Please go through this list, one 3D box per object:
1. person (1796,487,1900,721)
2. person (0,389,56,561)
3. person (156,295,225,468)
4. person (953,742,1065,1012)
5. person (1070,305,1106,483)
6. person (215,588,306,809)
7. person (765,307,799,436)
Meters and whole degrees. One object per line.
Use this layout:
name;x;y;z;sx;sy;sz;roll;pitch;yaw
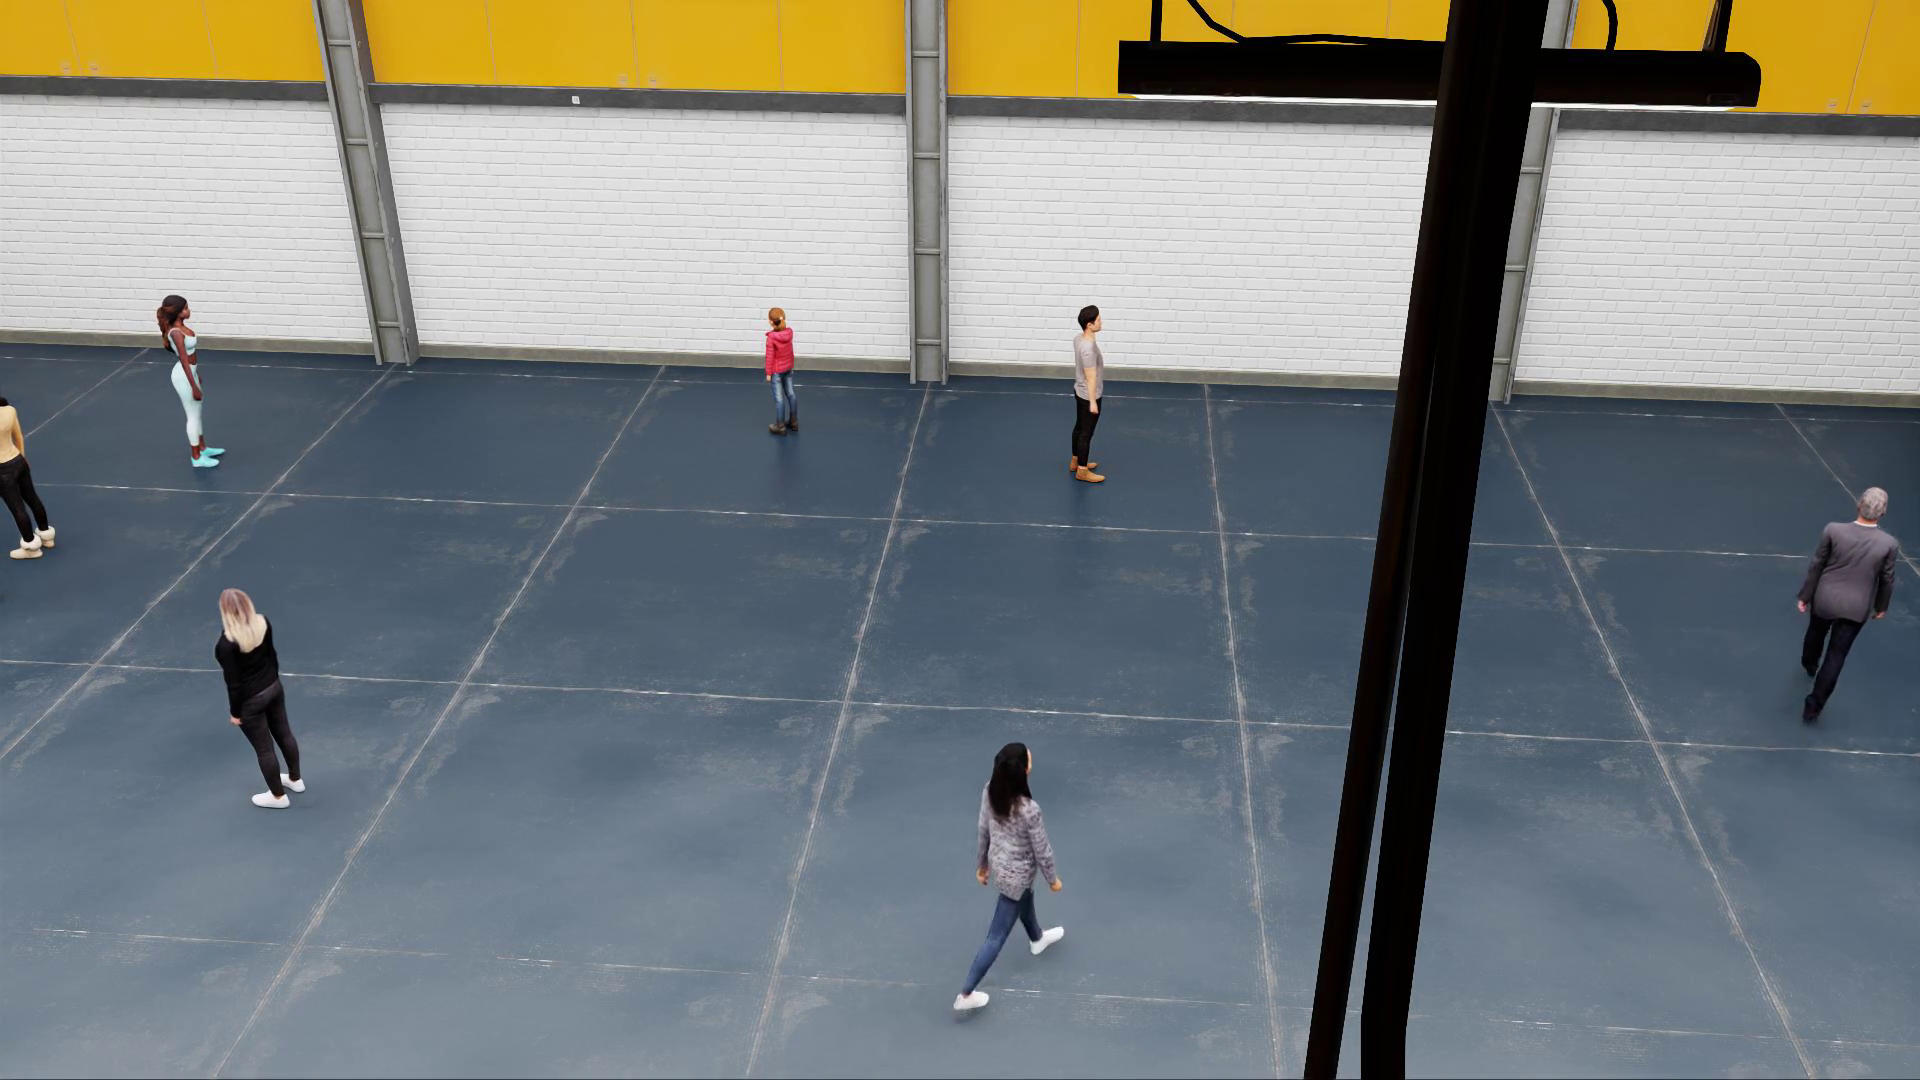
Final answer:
person;6.443;0.497;12.178;1.213;1.809;1.162;18;33;30
person;-8.218;-0.628;14.395;0.581;1.659;0.611;5;29;9
person;-7.427;-1.535;15.990;0.655;1.724;0.643;-10;30;-18
person;0.242;1.971;9.602;1.221;1.687;1.126;-20;35;-33
person;1.203;-1.405;15.752;0.587;1.724;0.644;-3;29;-5
person;-4.745;1.066;11.261;0.625;1.686;0.663;10;30;18
person;-1.789;-1.705;16.729;0.621;1.314;0.580;22;36;34
